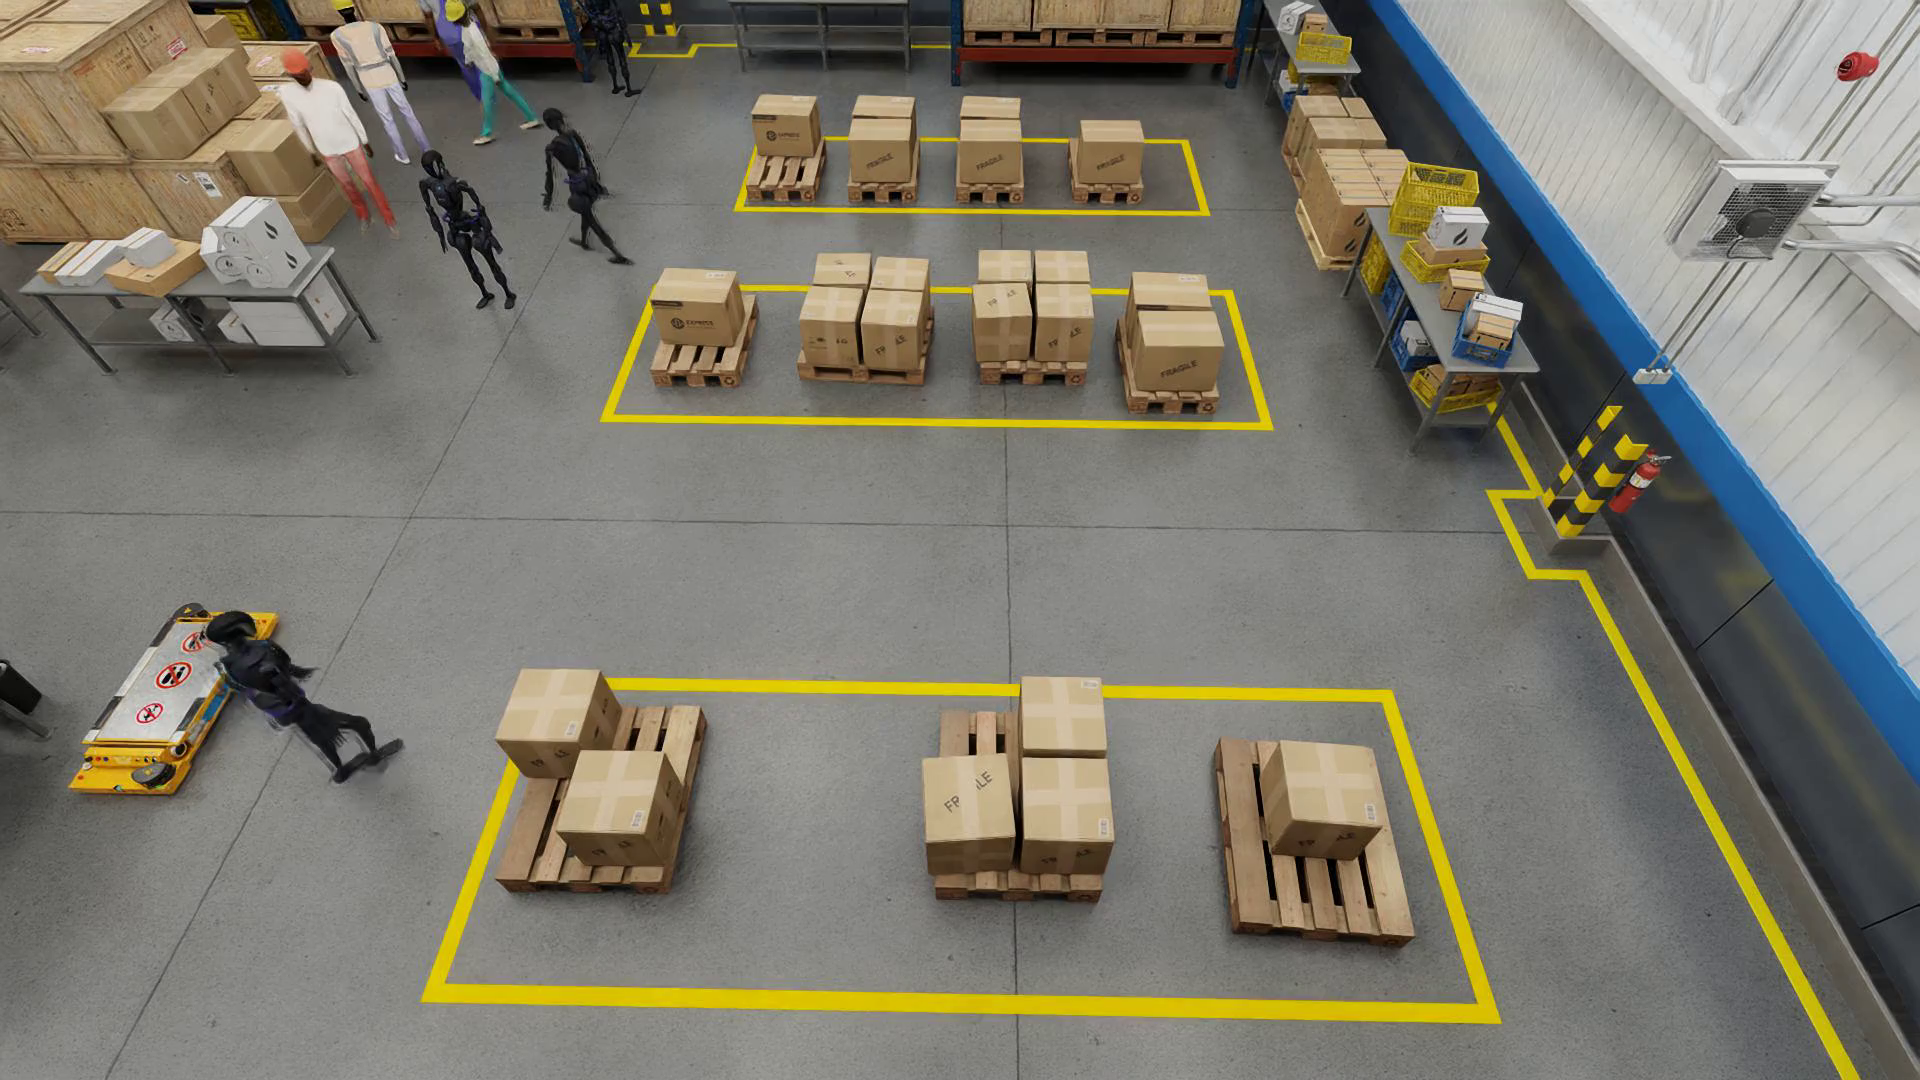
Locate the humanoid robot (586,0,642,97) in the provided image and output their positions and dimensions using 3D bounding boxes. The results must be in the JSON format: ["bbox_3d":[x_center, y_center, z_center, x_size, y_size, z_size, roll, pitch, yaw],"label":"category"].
[{"bbox_3d":[-4.676,-6.825,12.211,0.611,1.656,0.320,24,54,19],"label":"humanoid robot"}]

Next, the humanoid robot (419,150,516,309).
[{"bbox_3d":[-4.832,-3.008,8.981,0.611,1.657,0.320,1,50,1],"label":"humanoid robot"}]

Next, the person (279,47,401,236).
[{"bbox_3d":[-6.672,-4.232,9.824,0.616,1.995,0.399,-17,52,-14],"label":"person"}]

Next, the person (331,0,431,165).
[{"bbox_3d":[-6.936,-5.491,10.937,0.582,1.918,0.405,-31,56,-23],"label":"person"}]

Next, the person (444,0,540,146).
[{"bbox_3d":[-5.884,-5.831,11.358,0.888,1.697,0.626,-22,53,-18],"label":"person"}]

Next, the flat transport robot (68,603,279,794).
[{"bbox_3d":[-5.504,1.072,6.442,0.652,0.197,1.431,1,50,1],"label":"flat transport robot"}]

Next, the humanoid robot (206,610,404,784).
[{"bbox_3d":[-4.018,0.962,5.635,0.629,1.646,0.544,25,54,19],"label":"humanoid robot"}]

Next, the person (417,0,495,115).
[{"bbox_3d":[-6.392,-6.493,11.702,0.712,2.000,0.789,-8,50,-7],"label":"person"}]

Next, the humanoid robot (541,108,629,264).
[{"bbox_3d":[-3.998,-3.666,9.579,0.785,1.625,0.571,10,51,8],"label":"humanoid robot"}]
